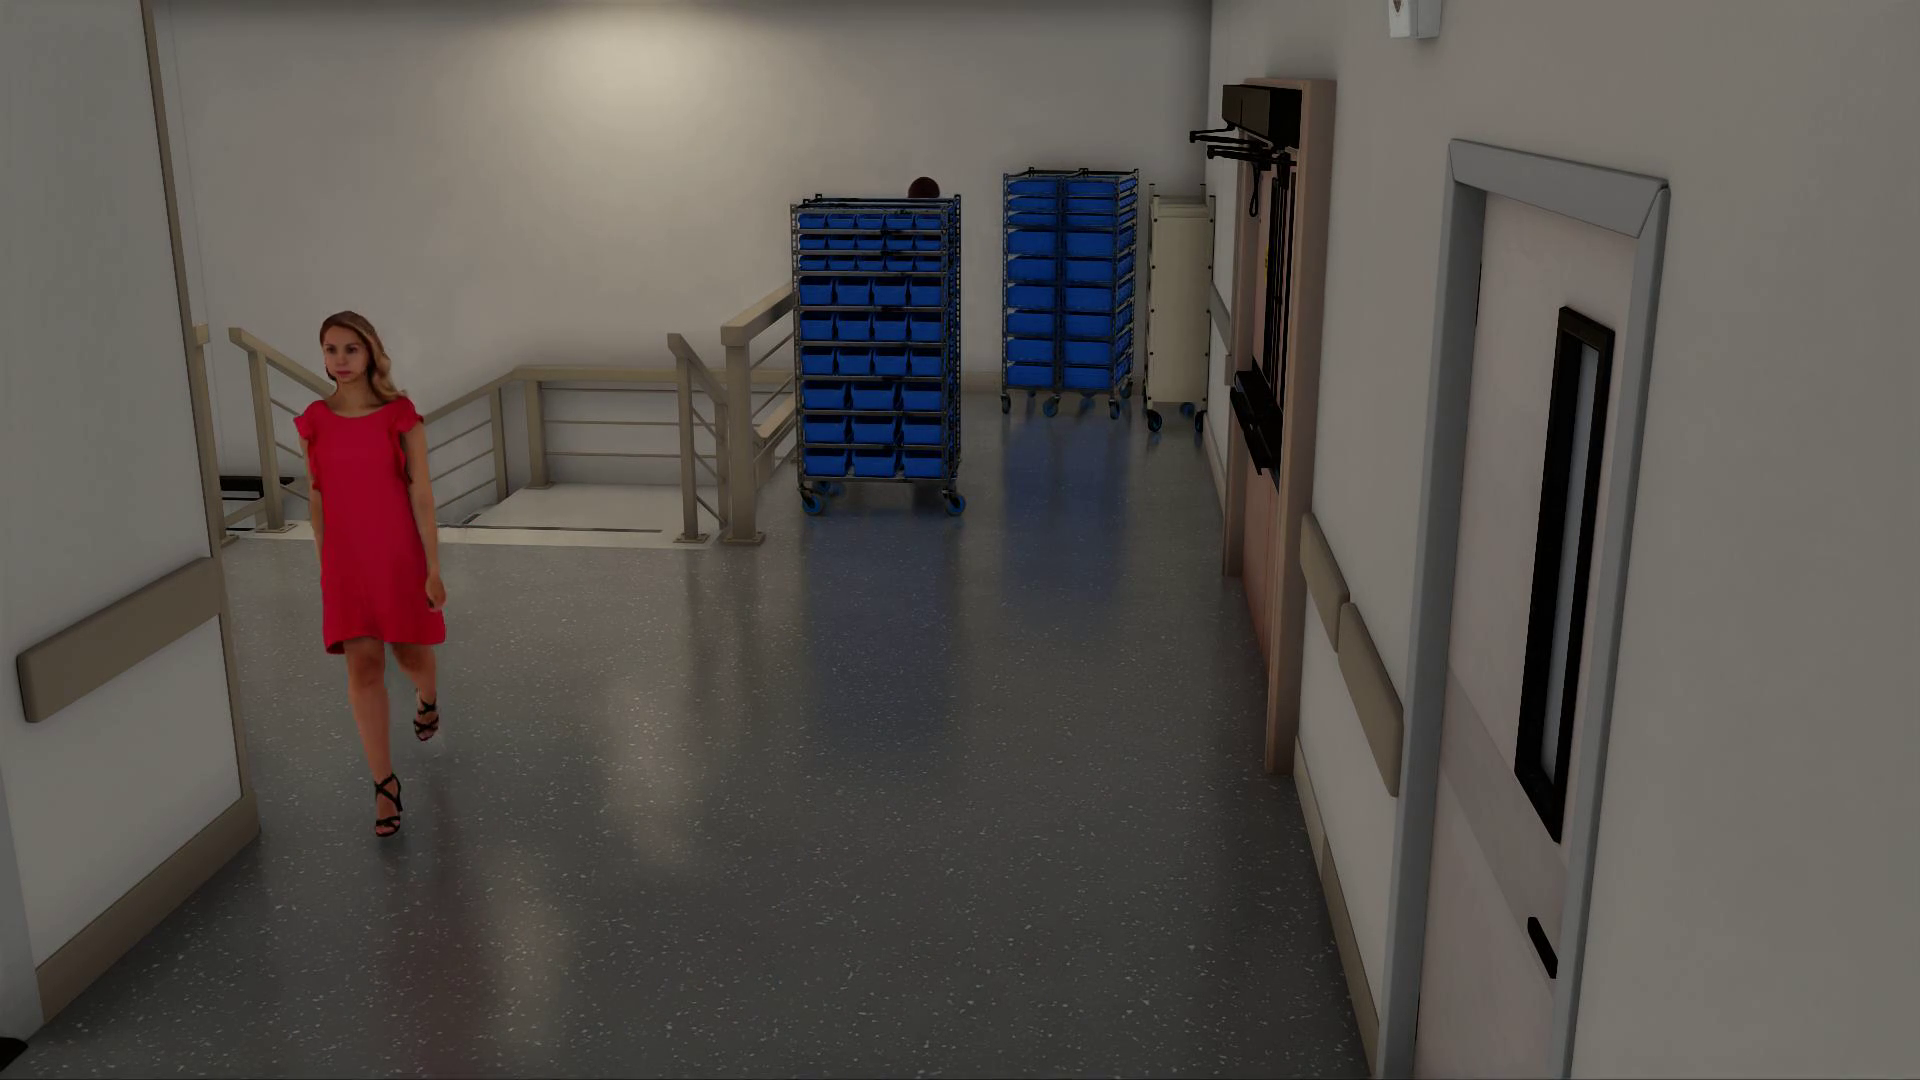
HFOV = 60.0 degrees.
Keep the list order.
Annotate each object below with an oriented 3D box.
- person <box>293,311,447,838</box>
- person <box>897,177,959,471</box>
[{"bbox_3d":[-1.921,0.080,5.585,0.768,1.692,1.086,-3,16,-10],"label":"person"},{"bbox_3d":[-0.202,-1.358,10.440,0.838,1.826,0.692,9,18,29],"label":"person"}]
